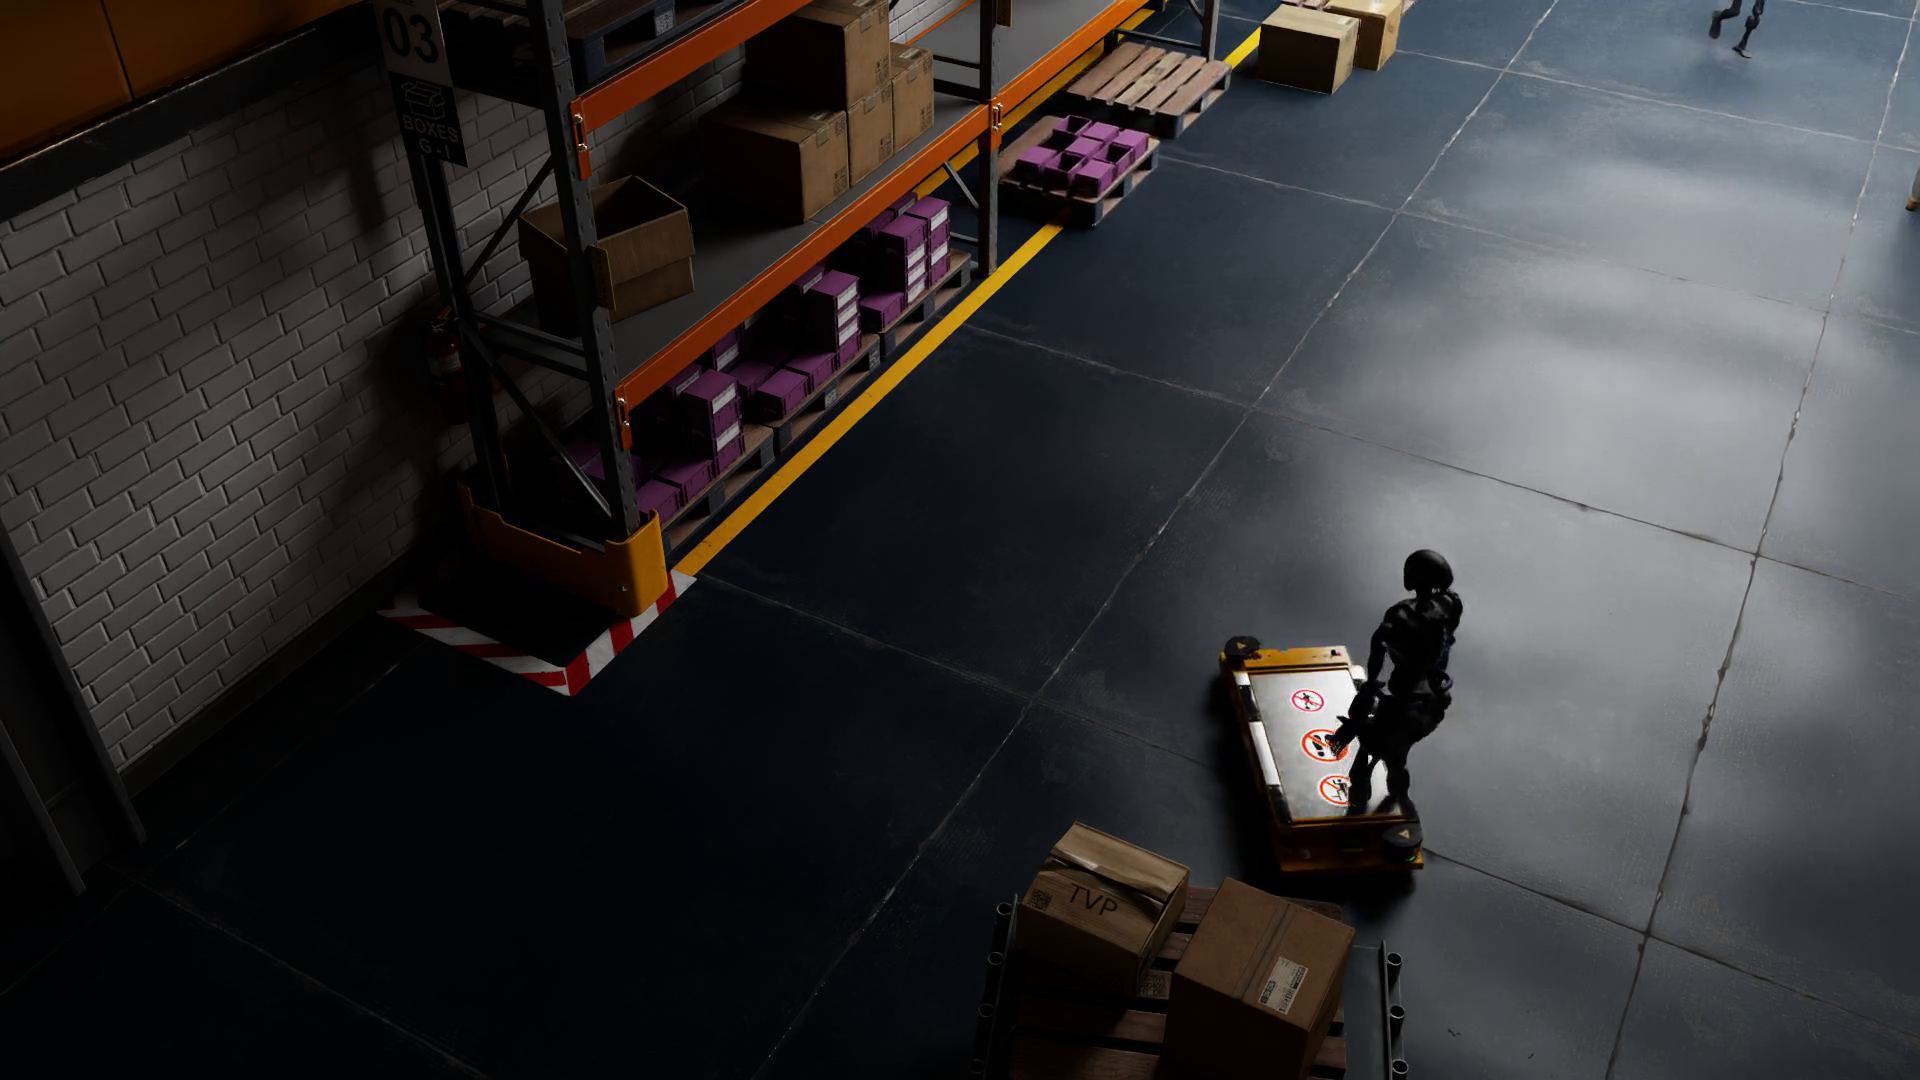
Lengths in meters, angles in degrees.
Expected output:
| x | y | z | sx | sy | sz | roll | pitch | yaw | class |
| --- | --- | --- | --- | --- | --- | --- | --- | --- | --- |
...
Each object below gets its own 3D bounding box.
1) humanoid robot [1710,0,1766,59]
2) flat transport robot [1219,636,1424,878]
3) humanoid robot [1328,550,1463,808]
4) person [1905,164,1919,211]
| x | y | z | sx | sy | sz | roll | pitch | yaw | class |
| --- | --- | --- | --- | --- | --- | --- | --- | --- | --- |
| 6.919 | -5.039 | 14.392 | 0.584 | 1.649 | 0.475 | -4 | 39 | -4 | humanoid robot |
| 1.705 | 1.001 | 7.968 | 0.659 | 0.231 | 1.431 | -3 | 39 | -3 | flat transport robot |
| 1.899 | 0.724 | 7.187 | 0.593 | 1.648 | 0.343 | -24 | 44 | -27 | humanoid robot |
| 7.311 | -3.205 | 11.925 | 0.353 | 1.898 | 0.558 | -32 | 48 | -33 | person |
